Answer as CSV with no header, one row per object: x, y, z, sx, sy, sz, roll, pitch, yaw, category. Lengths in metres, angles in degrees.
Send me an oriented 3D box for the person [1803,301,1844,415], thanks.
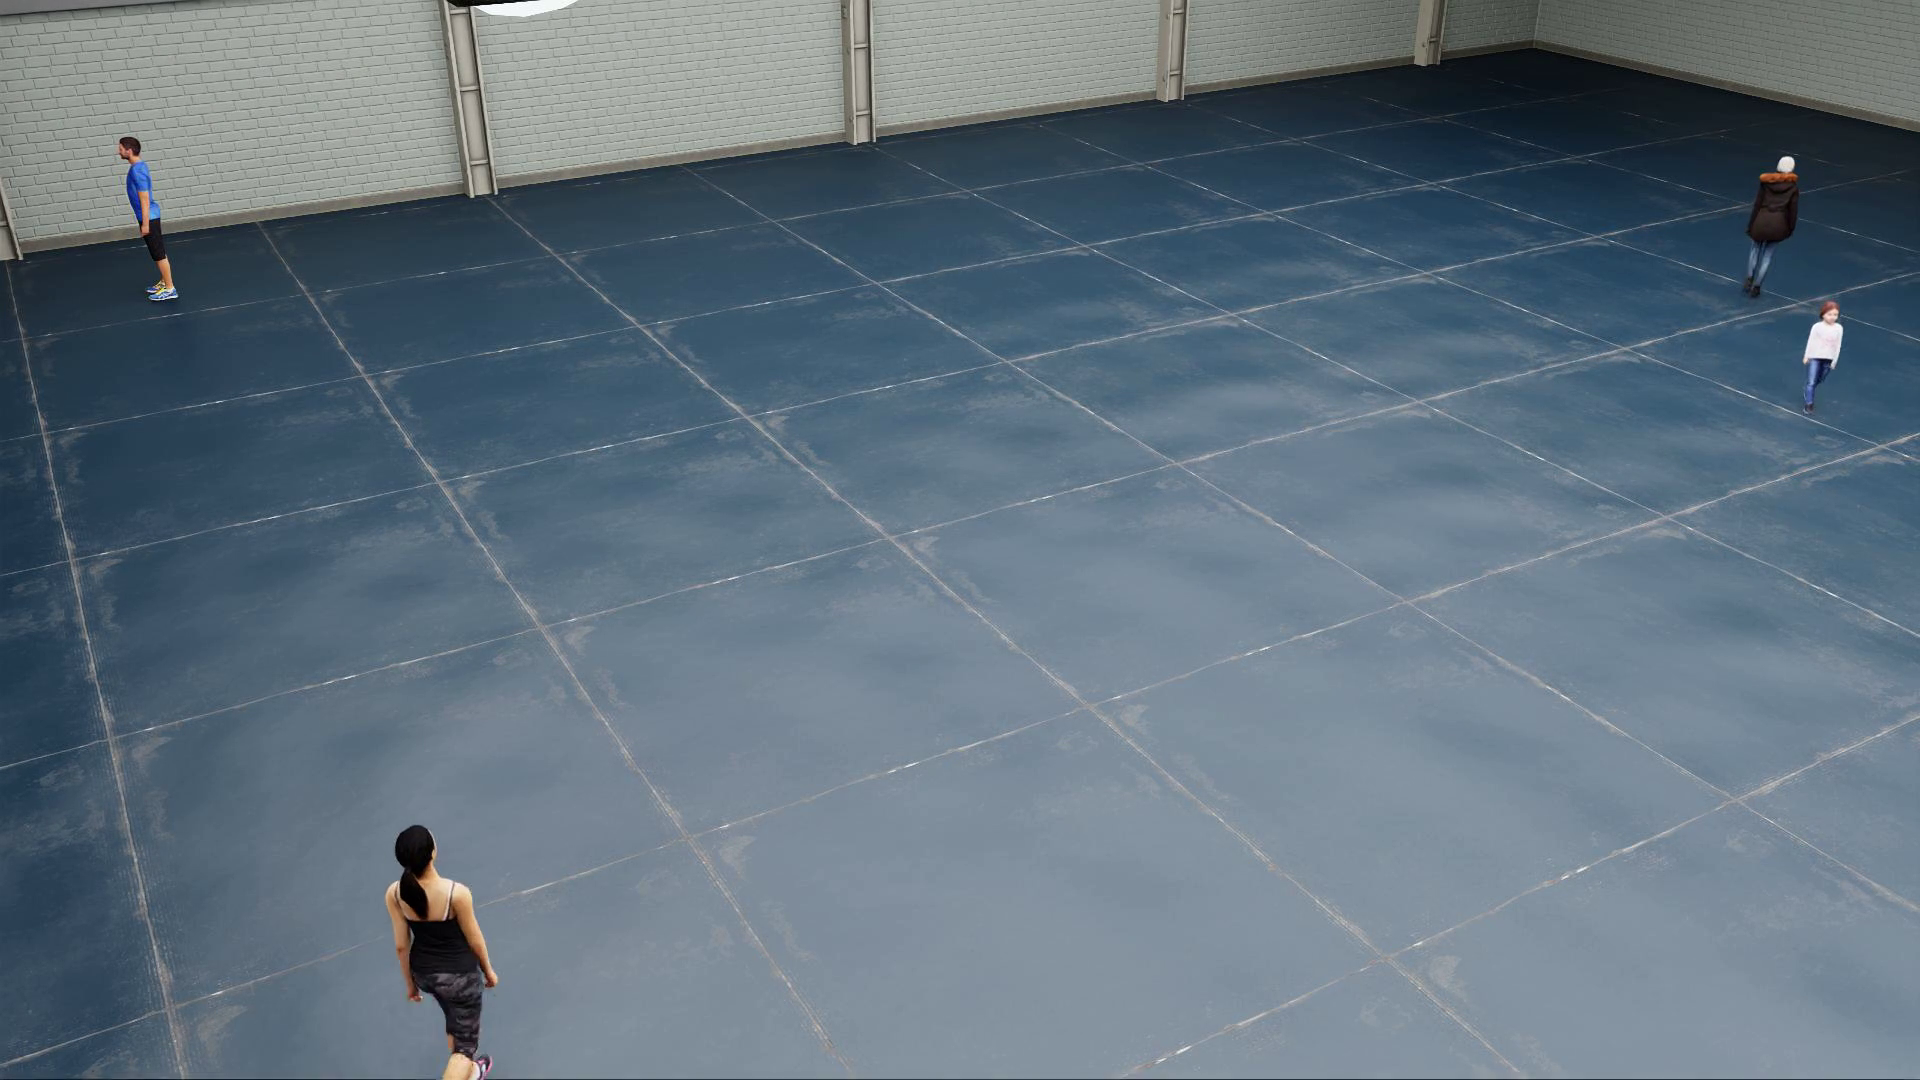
8.425,-1.815,16.291,0.756,1.093,0.794,5,28,10,person

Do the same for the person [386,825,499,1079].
-2.475,2.152,7.921,1.021,1.702,1.038,4,28,8,person

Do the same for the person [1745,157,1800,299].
9.313,-3.584,19.147,0.829,1.622,0.895,14,30,25,person

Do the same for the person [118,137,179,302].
-9.331,-3.710,19.122,0.560,1.870,0.609,-13,30,-24,person
